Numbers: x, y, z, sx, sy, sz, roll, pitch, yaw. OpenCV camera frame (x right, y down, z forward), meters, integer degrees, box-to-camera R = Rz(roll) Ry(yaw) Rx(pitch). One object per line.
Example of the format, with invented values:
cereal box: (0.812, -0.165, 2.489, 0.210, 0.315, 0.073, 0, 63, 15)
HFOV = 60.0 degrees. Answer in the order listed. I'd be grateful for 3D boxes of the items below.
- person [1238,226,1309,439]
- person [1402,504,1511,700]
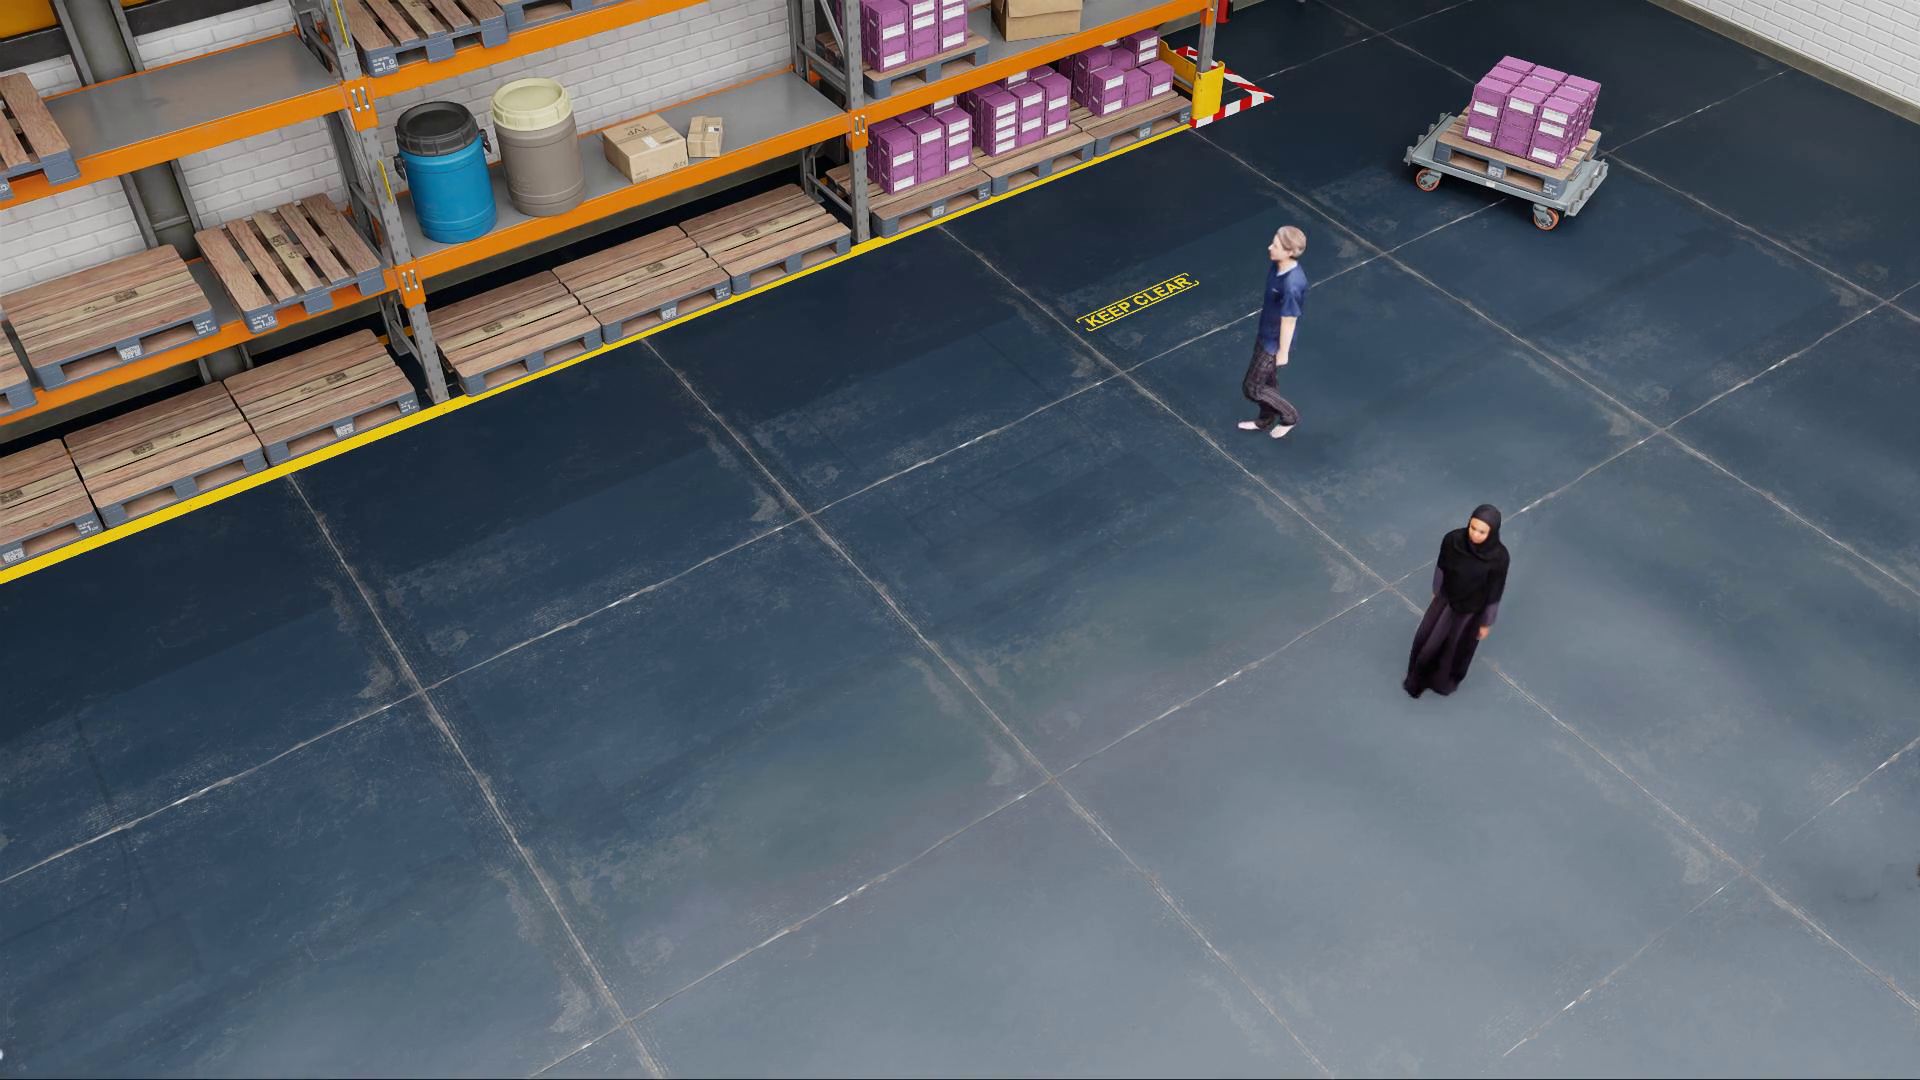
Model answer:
person: (2.436, -1.496, 12.367, 0.899, 1.854, 0.844, -1, 44, -1)
person: (3.254, 0.347, 10.614, 0.776, 1.604, 0.874, 22, 48, 22)
